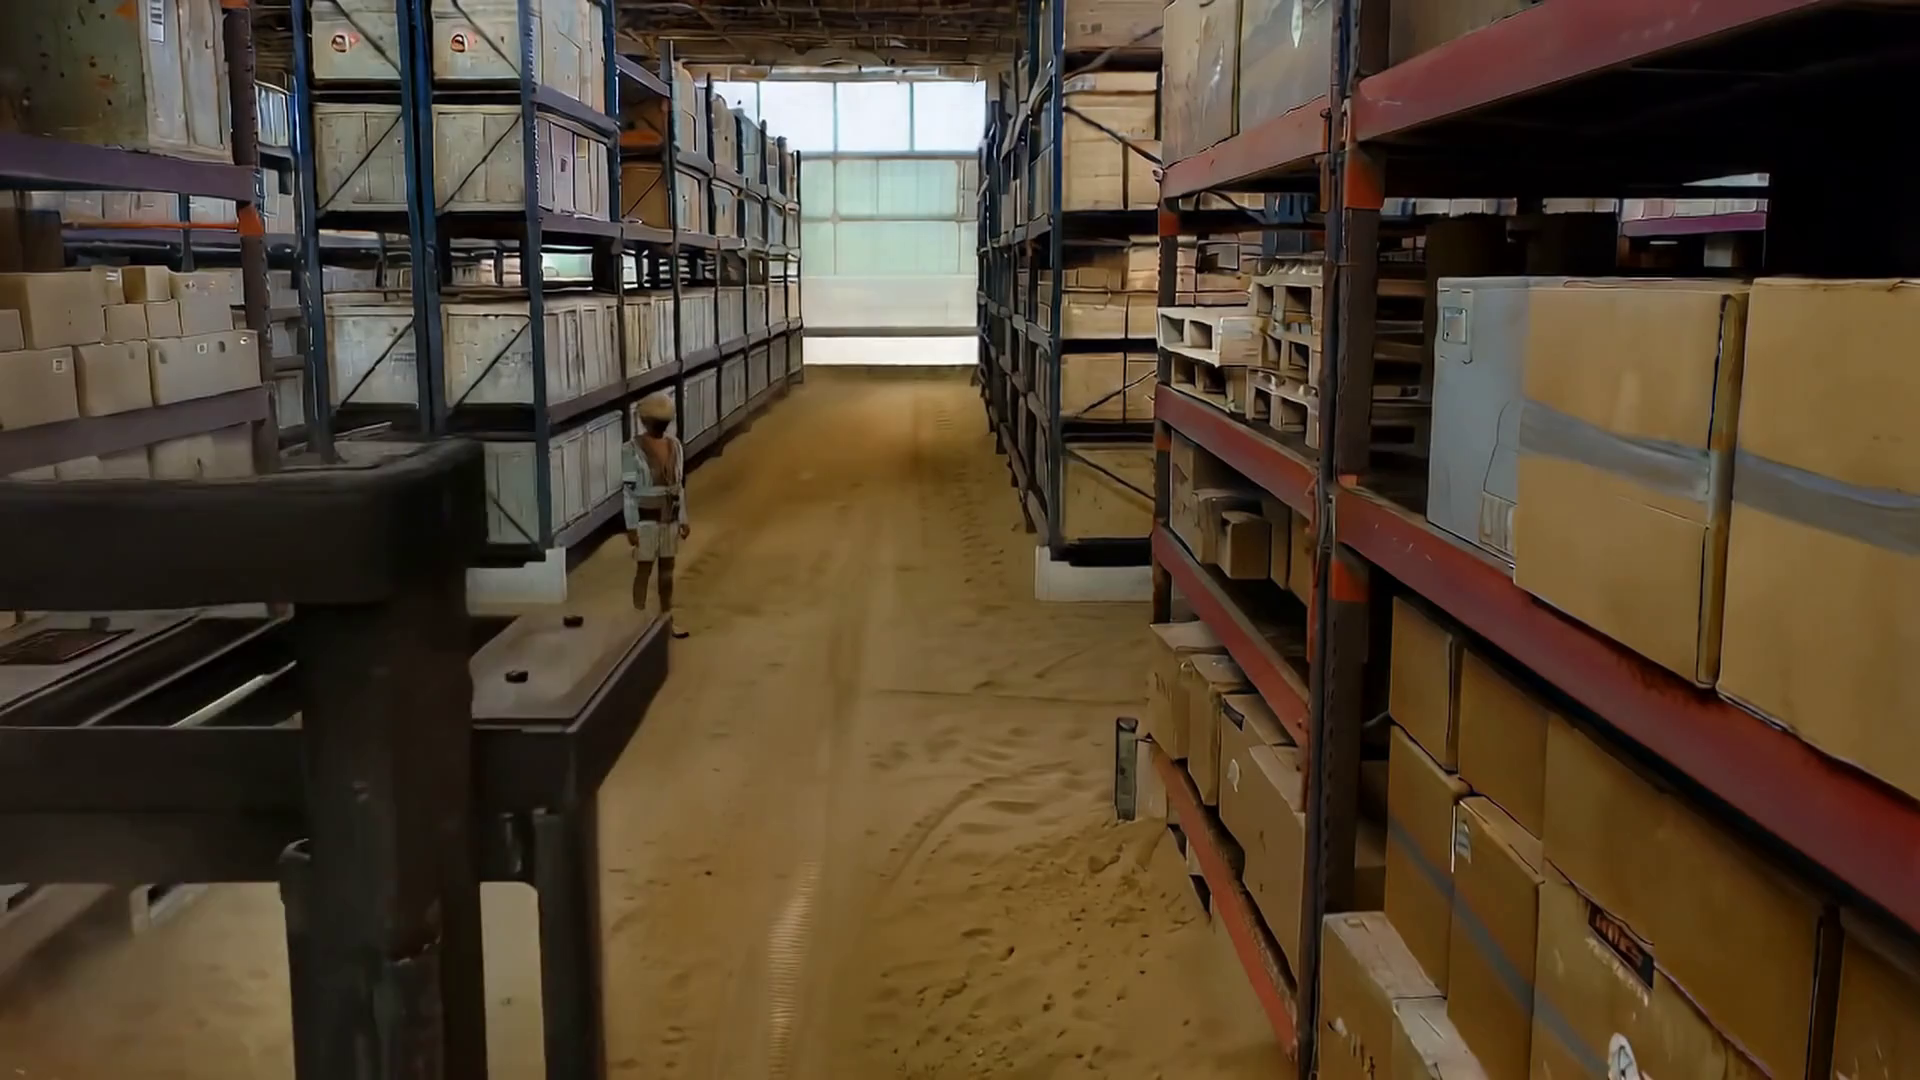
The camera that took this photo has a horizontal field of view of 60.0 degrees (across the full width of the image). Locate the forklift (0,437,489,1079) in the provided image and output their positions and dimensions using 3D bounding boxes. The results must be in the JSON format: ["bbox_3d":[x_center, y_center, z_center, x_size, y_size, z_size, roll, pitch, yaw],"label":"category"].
[{"bbox_3d":[-1.049,1.264,2.107,1.129,2.768,1.873,0,9,-1],"label":"forklift"}]

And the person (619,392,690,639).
[{"bbox_3d":[-2.457,-0.181,13.521,0.368,2.046,0.608,8,12,41],"label":"person"}]
